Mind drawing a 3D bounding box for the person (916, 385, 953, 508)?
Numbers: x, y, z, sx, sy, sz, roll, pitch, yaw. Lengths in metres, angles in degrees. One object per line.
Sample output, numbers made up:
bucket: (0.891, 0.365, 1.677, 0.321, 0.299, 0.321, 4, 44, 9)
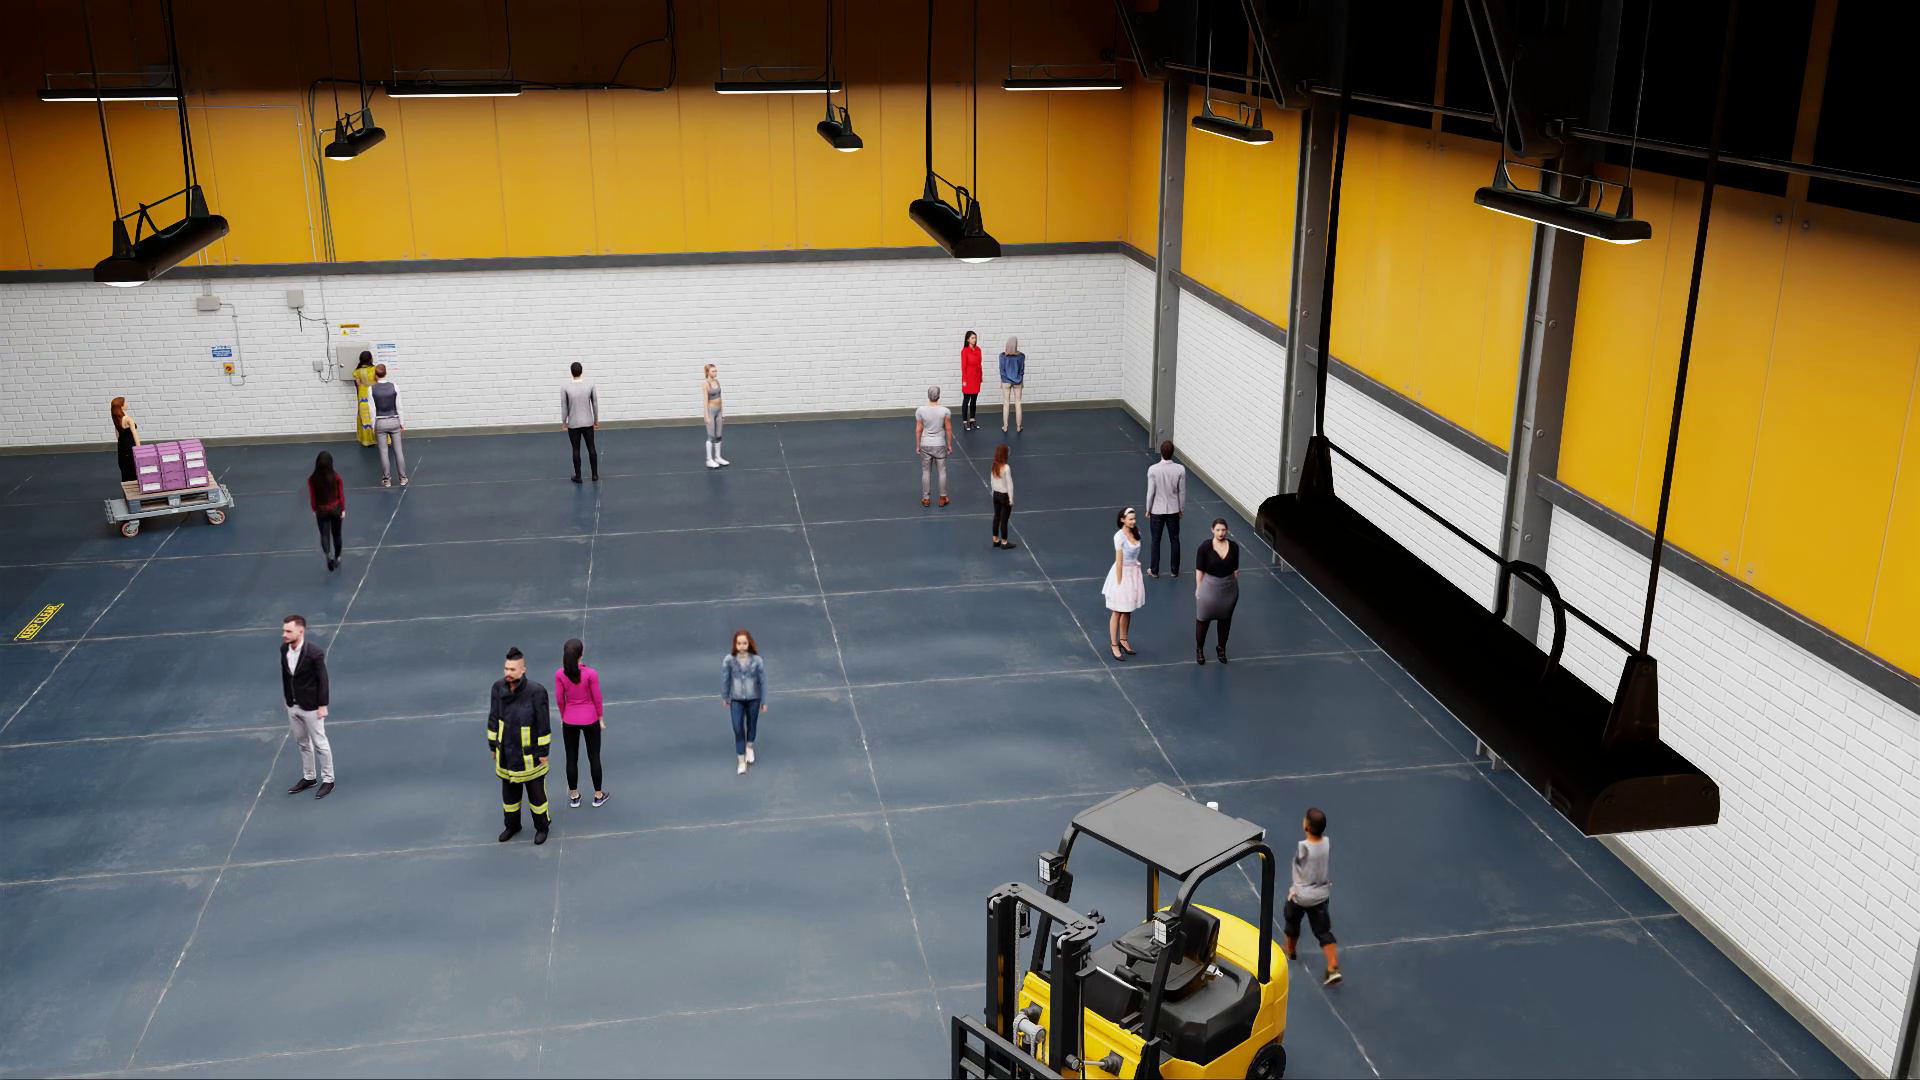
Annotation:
person: (-0.398, -1.407, 24.889, 0.740, 1.828, 0.622, 1, 19, 2)

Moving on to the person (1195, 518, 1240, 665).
person: (2.947, 0.578, 19.104, 0.673, 1.758, 0.613, -2, 19, -7)

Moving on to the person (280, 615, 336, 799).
person: (-6.286, 1.572, 16.020, 0.736, 1.844, 0.749, 8, 20, 22)

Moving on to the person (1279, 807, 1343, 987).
person: (2.806, 2.769, 13.111, 0.673, 1.432, 1.026, -6, 19, -16)

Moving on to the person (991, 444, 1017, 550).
person: (0.579, -0.609, 23.057, 0.677, 1.485, 0.579, -16, 24, -39)

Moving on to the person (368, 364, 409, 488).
person: (-8.916, -1.804, 25.897, 0.701, 1.938, 0.642, -7, 20, -21)

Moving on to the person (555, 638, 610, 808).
person: (-3.603, 1.726, 15.788, 0.621, 1.699, 0.625, 0, 19, 1)

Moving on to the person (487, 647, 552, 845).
person: (-4.000, 1.857, 15.147, 0.842, 1.861, 0.824, 3, 19, 10)

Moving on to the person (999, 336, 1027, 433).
person: (0.912, -2.732, 29.028, 0.641, 1.697, 0.602, -1, 19, -2)

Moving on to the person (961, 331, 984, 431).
person: (0.194, -2.809, 29.178, 0.728, 1.748, 0.766, -16, 24, -39)

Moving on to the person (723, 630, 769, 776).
person: (-2.142, 1.570, 16.638, 0.611, 1.452, 0.912, -2, 19, -6)

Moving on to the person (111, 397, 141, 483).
person: (-12.560, -1.372, 25.104, 0.674, 1.625, 0.718, 8, 20, 23)

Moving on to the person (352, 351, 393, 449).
person: (-9.922, -2.382, 28.049, 0.939, 1.660, 0.893, 2, 19, 5)

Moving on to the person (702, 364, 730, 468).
person: (-4.008, -2.031, 26.939, 0.714, 1.702, 0.647, 11, 22, 30)

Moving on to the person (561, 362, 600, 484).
person: (-5.942, -1.849, 26.054, 0.798, 1.923, 0.723, -8, 20, -23)

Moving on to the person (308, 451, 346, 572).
person: (-8.370, -0.347, 22.034, 0.667, 1.642, 0.940, -6, 19, -17)

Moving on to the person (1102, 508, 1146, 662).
person: (1.910, 0.491, 19.270, 0.913, 1.818, 0.858, 15, 24, 38)

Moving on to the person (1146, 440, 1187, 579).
person: (2.703, -0.410, 21.889, 0.694, 1.853, 0.599, -1, 19, -4)
